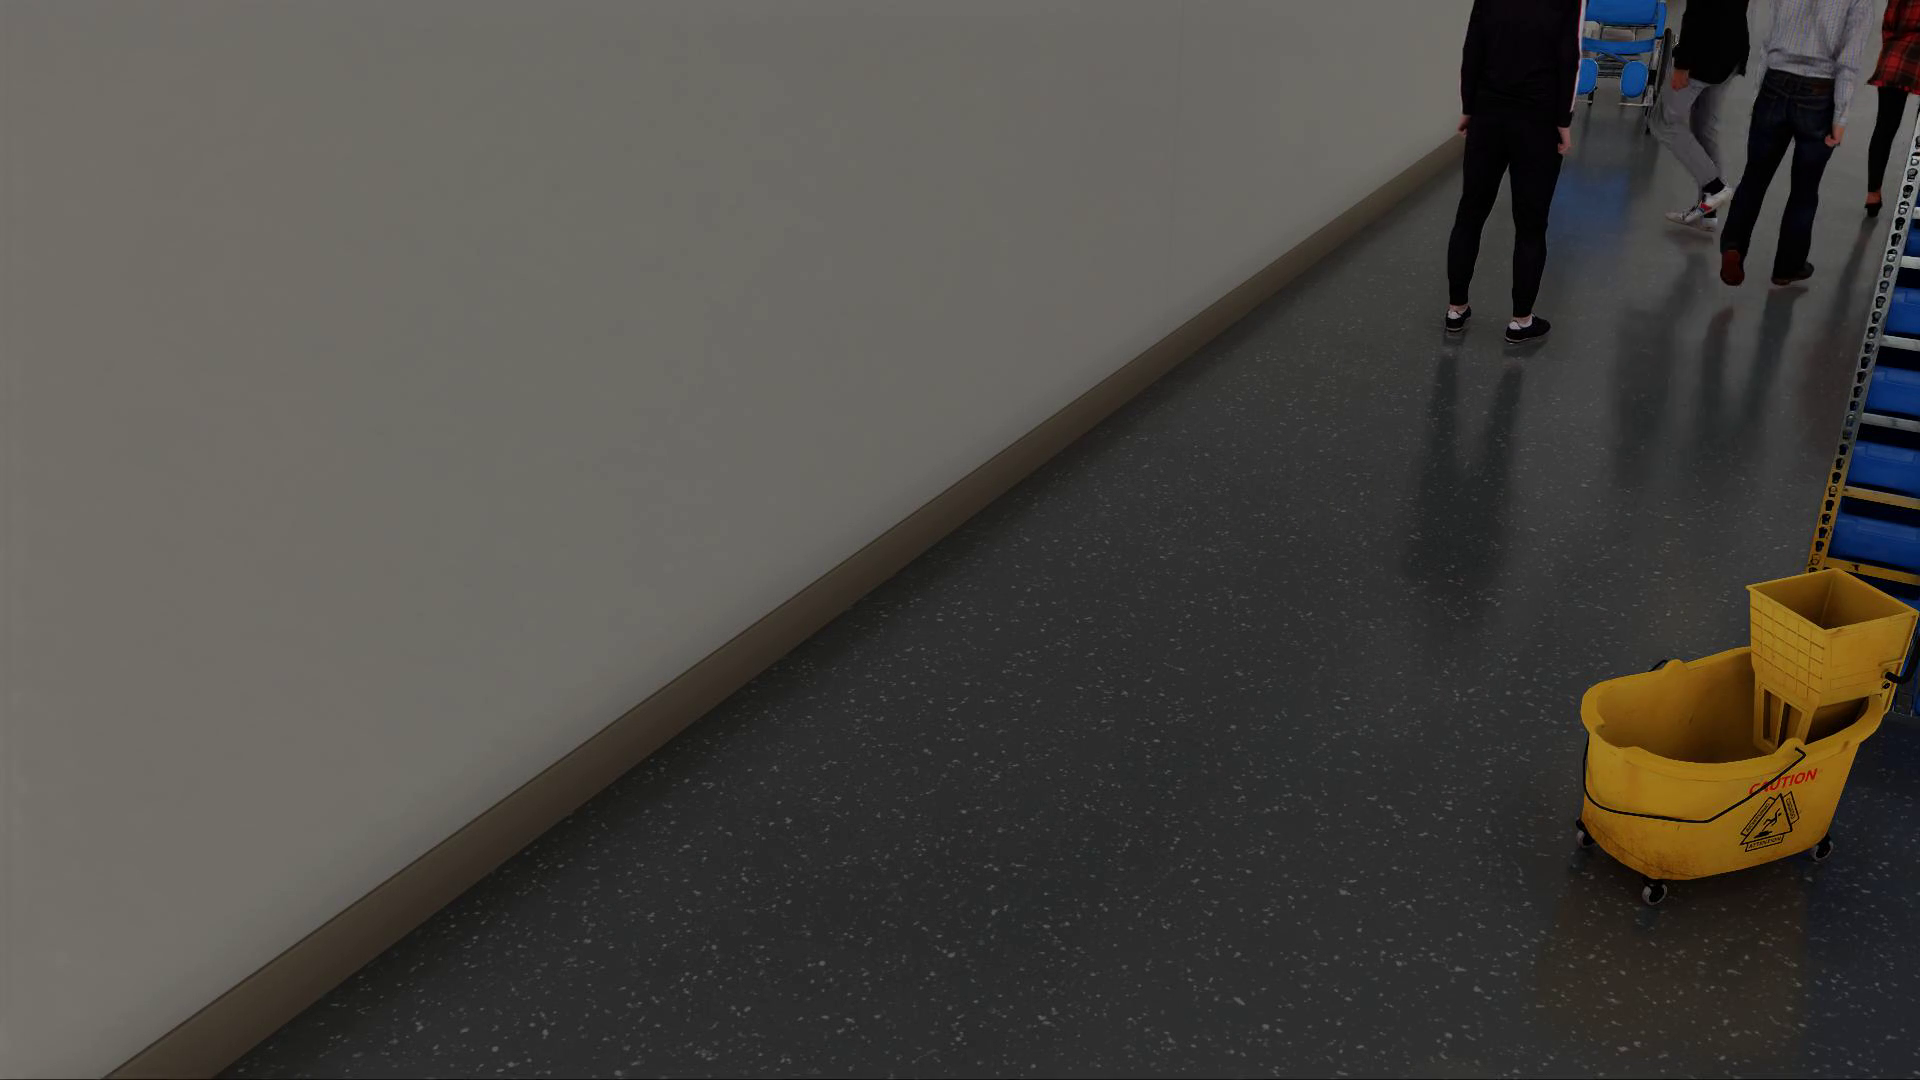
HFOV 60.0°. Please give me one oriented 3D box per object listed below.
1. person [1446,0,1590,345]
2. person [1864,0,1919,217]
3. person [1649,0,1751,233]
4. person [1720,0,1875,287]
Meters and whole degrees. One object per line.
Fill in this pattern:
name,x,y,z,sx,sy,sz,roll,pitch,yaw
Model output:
person,2.420,-1.793,7.265,0.561,1.836,0.762,19,32,34
person,5.252,-2.616,9.153,0.914,1.678,0.789,20,32,35
person,4.003,-2.524,8.696,0.866,1.909,0.879,-17,31,-32
person,3.913,-2.041,7.822,1.049,1.799,0.906,23,34,39
